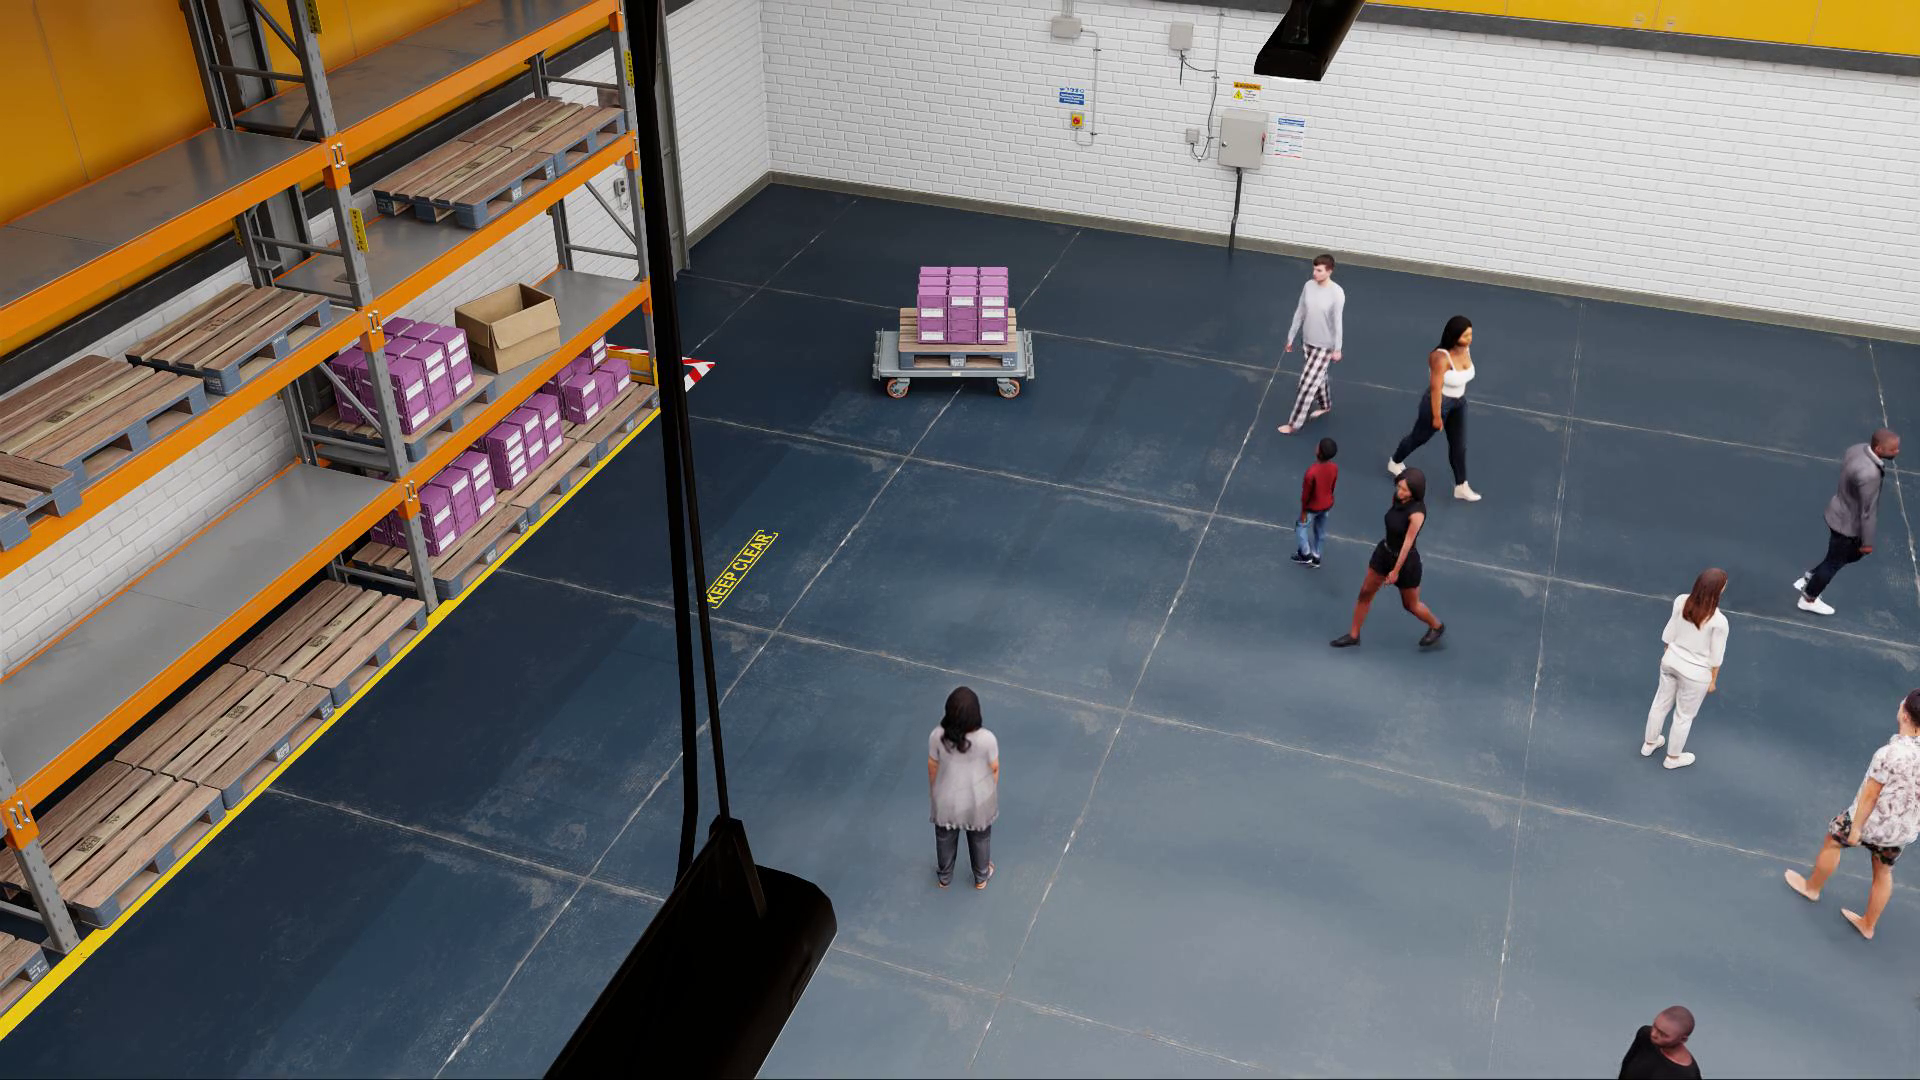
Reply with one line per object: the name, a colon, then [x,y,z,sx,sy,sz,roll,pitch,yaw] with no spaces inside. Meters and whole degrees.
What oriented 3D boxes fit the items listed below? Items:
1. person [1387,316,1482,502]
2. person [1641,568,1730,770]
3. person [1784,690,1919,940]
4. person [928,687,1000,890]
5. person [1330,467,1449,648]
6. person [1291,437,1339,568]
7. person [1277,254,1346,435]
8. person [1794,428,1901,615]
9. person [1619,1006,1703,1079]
person: [4.293,-1.229,15.126,1.219,1.756,1.144,-23,40,-30]
person: [5.240,0.911,11.968,0.717,1.688,0.684,-20,39,-27]
person: [5.909,1.811,10.519,0.919,1.793,1.016,-8,34,-11]
person: [0.019,1.642,10.938,0.705,1.611,0.736,2,34,3]
person: [3.522,0.193,13.037,1.095,1.701,1.137,-10,35,-14]
person: [3.078,-0.285,14.169,0.586,1.244,0.656,-18,38,-25]
person: [3.534,-1.933,16.138,1.213,1.809,1.046,-23,40,-30]
person: [7.083,-0.148,13.468,0.780,1.791,0.590,11,35,16]
person: [3.590,3.043,8.706,0.741,1.749,0.668,-12,35,-17]
